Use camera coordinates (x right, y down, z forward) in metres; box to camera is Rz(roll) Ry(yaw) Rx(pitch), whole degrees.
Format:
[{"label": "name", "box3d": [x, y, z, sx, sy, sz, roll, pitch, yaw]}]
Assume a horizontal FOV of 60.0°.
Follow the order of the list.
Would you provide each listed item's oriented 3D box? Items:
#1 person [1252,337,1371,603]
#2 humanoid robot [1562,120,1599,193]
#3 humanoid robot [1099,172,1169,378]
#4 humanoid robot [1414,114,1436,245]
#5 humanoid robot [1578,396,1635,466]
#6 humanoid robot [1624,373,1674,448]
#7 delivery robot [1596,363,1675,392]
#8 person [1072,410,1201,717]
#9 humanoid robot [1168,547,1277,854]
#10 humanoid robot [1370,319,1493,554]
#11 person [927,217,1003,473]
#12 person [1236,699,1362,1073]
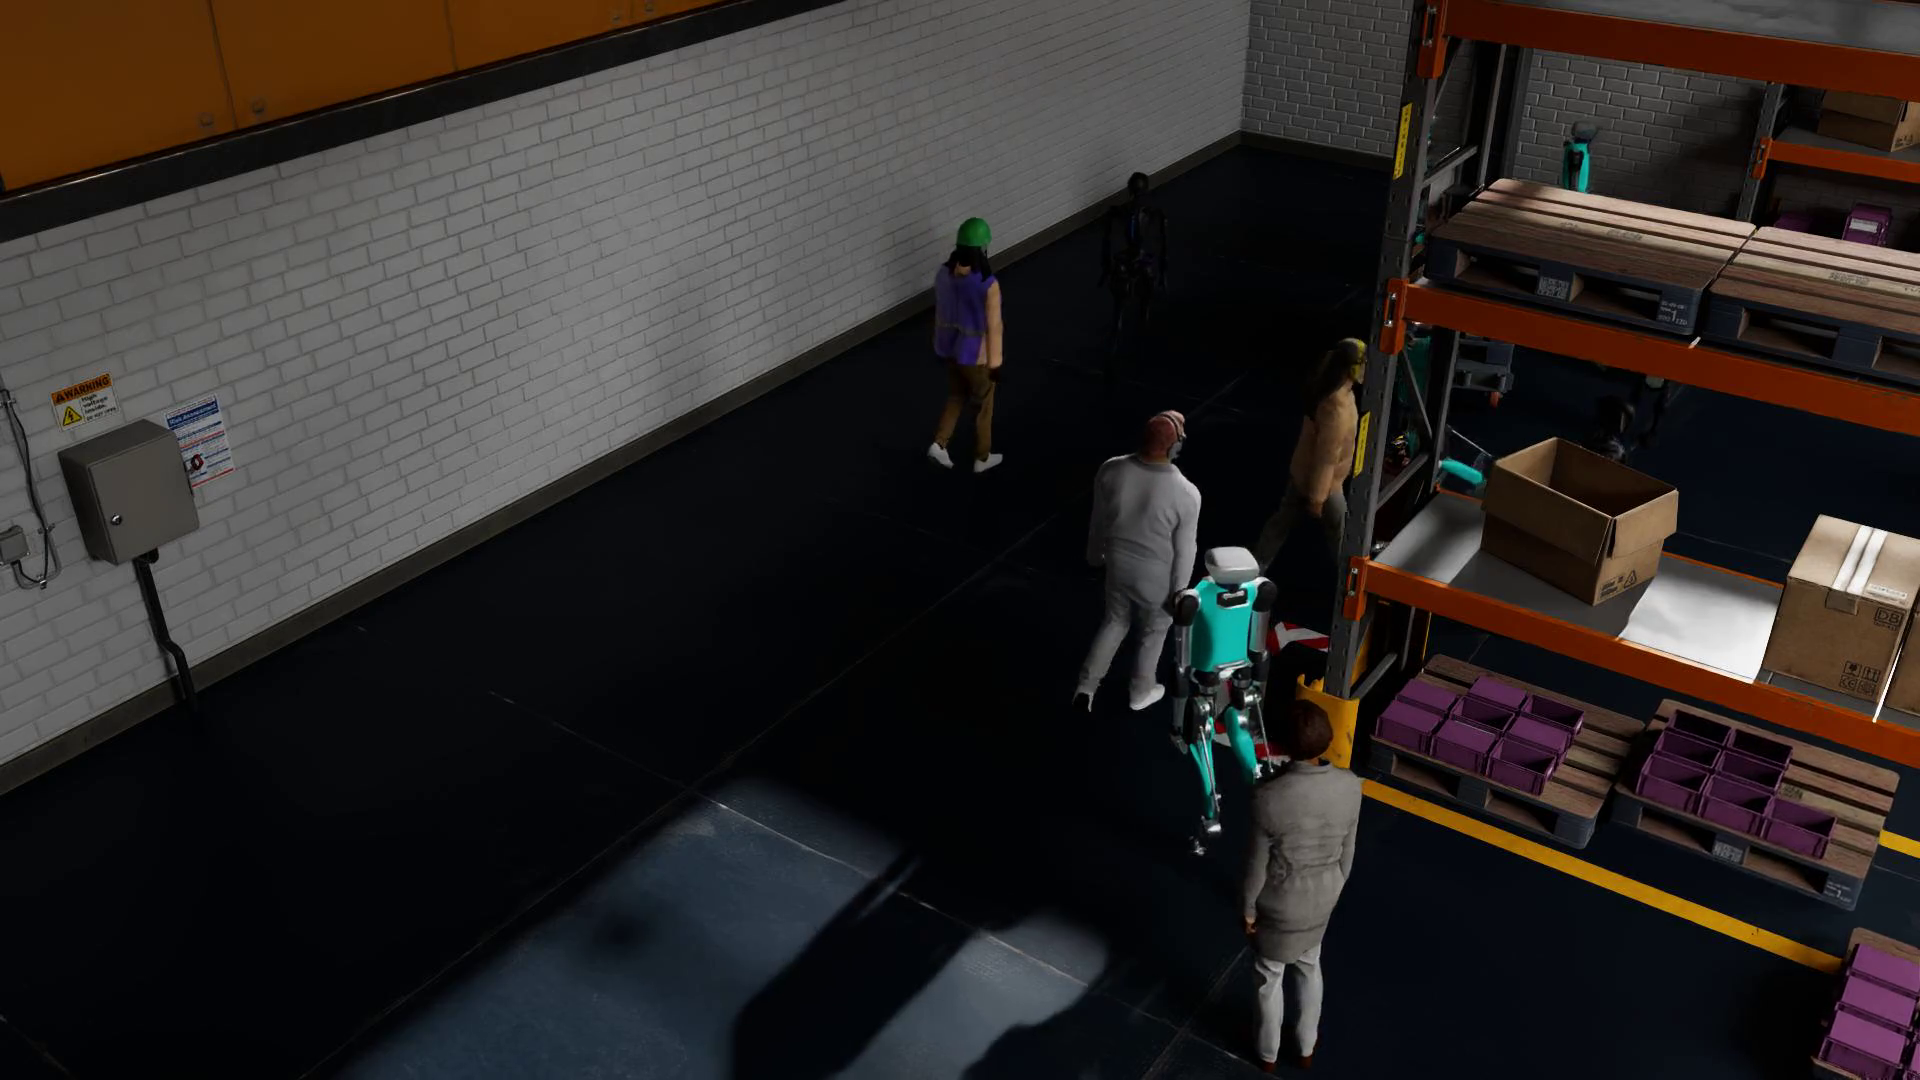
[{"label": "person", "box3d": [2.242, -0.400, 10.197, 1.026, 1.813, 0.579, 0, 30, 0]}, {"label": "humanoid robot", "box3d": [5.401, -2.654, 14.203, 0.699, 1.816, 0.529, 11, 32, 18]}, {"label": "humanoid robot", "box3d": [1.384, -2.125, 13.350, 0.588, 1.638, 0.690, 9, 31, 15]}, {"label": "humanoid robot", "box3d": [4.144, -2.846, 14.619, 0.740, 1.905, 0.547, -3, 30, -5]}, {"label": "humanoid robot", "box3d": [3.711, -0.102, 9.855, 0.795, 1.624, 0.610, 8, 31, 13]}, {"label": "humanoid robot", "box3d": [5.203, -1.492, 12.224, 0.599, 1.636, 0.432, 13, 32, 21]}, {"label": "delivery robot", "box3d": [5.595, -1.565, 13.472, 0.499, 0.598, 0.791, -23, 37, -34]}, {"label": "person", "box3d": [0.955, 0.200, 9.081, 0.653, 1.880, 0.630, 22, 36, 32]}, {"label": "humanoid robot", "box3d": [1.364, 0.991, 7.884, 0.553, 1.783, 0.944, -11, 32, -18]}, {"label": "humanoid robot", "box3d": [3.132, -0.680, 10.767, 0.959, 1.766, 0.575, -8, 31, -14]}, {"label": "person", "box3d": [0.047, -1.321, 11.682, 0.555, 1.922, 0.566, 24, 37, 35]}, {"label": "person", "box3d": [1.384, 1.471, 6.950, 0.521, 1.816, 0.389, -8, 31, -14]}]
